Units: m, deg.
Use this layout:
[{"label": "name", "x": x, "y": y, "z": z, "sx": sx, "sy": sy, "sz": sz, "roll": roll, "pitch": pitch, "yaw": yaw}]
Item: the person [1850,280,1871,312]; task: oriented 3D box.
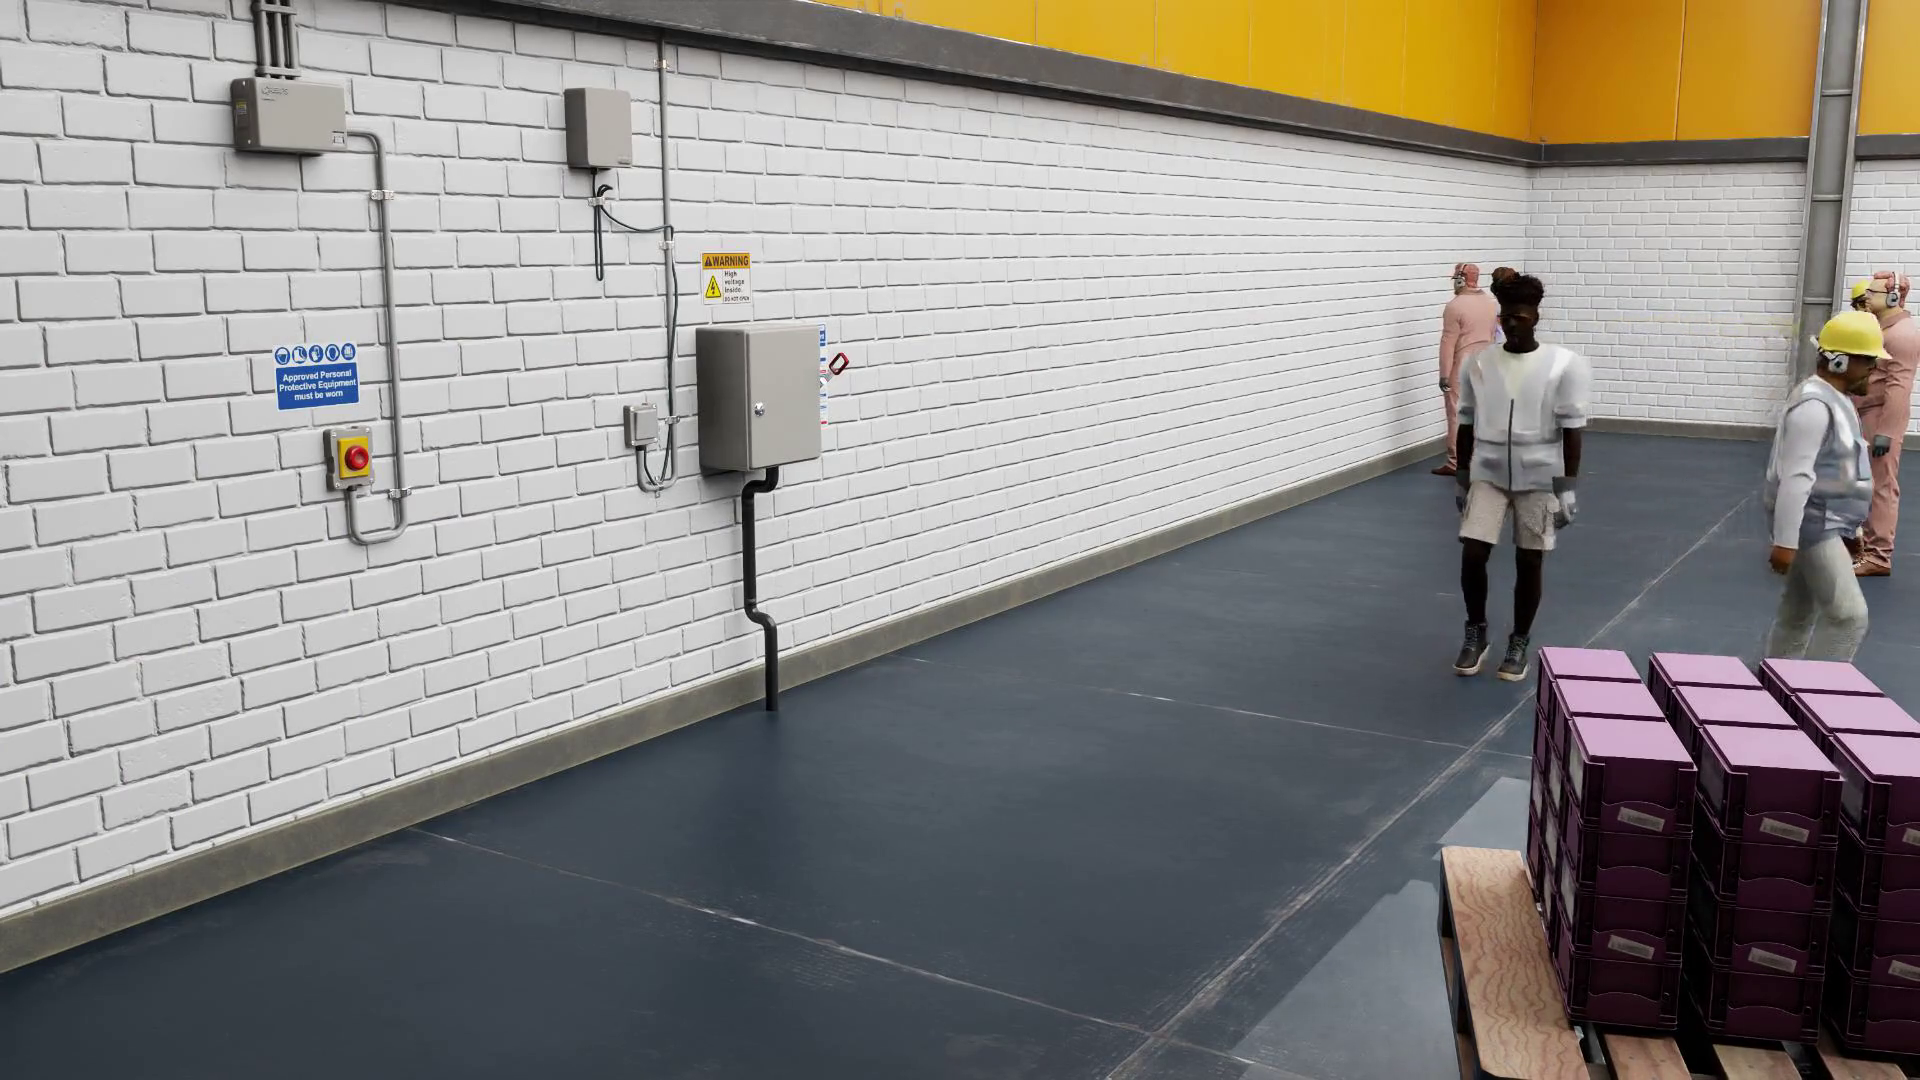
[{"label": "person", "x": 7.713, "y": -1.345, "z": 14.308, "sx": 0.519, "sy": 1.756, "sz": 0.345, "roll": 1, "pitch": 10, "yaw": 8}]

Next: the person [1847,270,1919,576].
[{"label": "person", "x": 5.743, "y": -0.728, "z": 10.463, "sx": 0.408, "sy": 1.913, "sz": 0.642, "roll": 3, "pitch": 11, "yaw": 14}]

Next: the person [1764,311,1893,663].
[{"label": "person", "x": 3.662, "y": -0.045, "z": 6.952, "sx": 0.597, "sy": 1.804, "sz": 0.617, "roll": 7, "pitch": 12, "yaw": 33}]

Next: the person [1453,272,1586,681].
[{"label": "person", "x": 2.620, "y": -0.280, "z": 7.871, "sx": 0.621, "sy": 1.945, "sz": 0.516, "roll": 6, "pitch": 12, "yaw": 28}]

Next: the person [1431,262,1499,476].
[{"label": "person", "x": 4.497, "y": -1.518, "z": 14.880, "sx": 0.647, "sy": 1.905, "sz": 0.401, "roll": -7, "pitch": 12, "yaw": -33}]

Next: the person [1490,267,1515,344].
[{"label": "person", "x": 5.273, "y": -1.739, "z": 16.253, "sx": 0.429, "sy": 1.842, "sz": 0.637, "roll": 6, "pitch": 12, "yaw": 30}]
